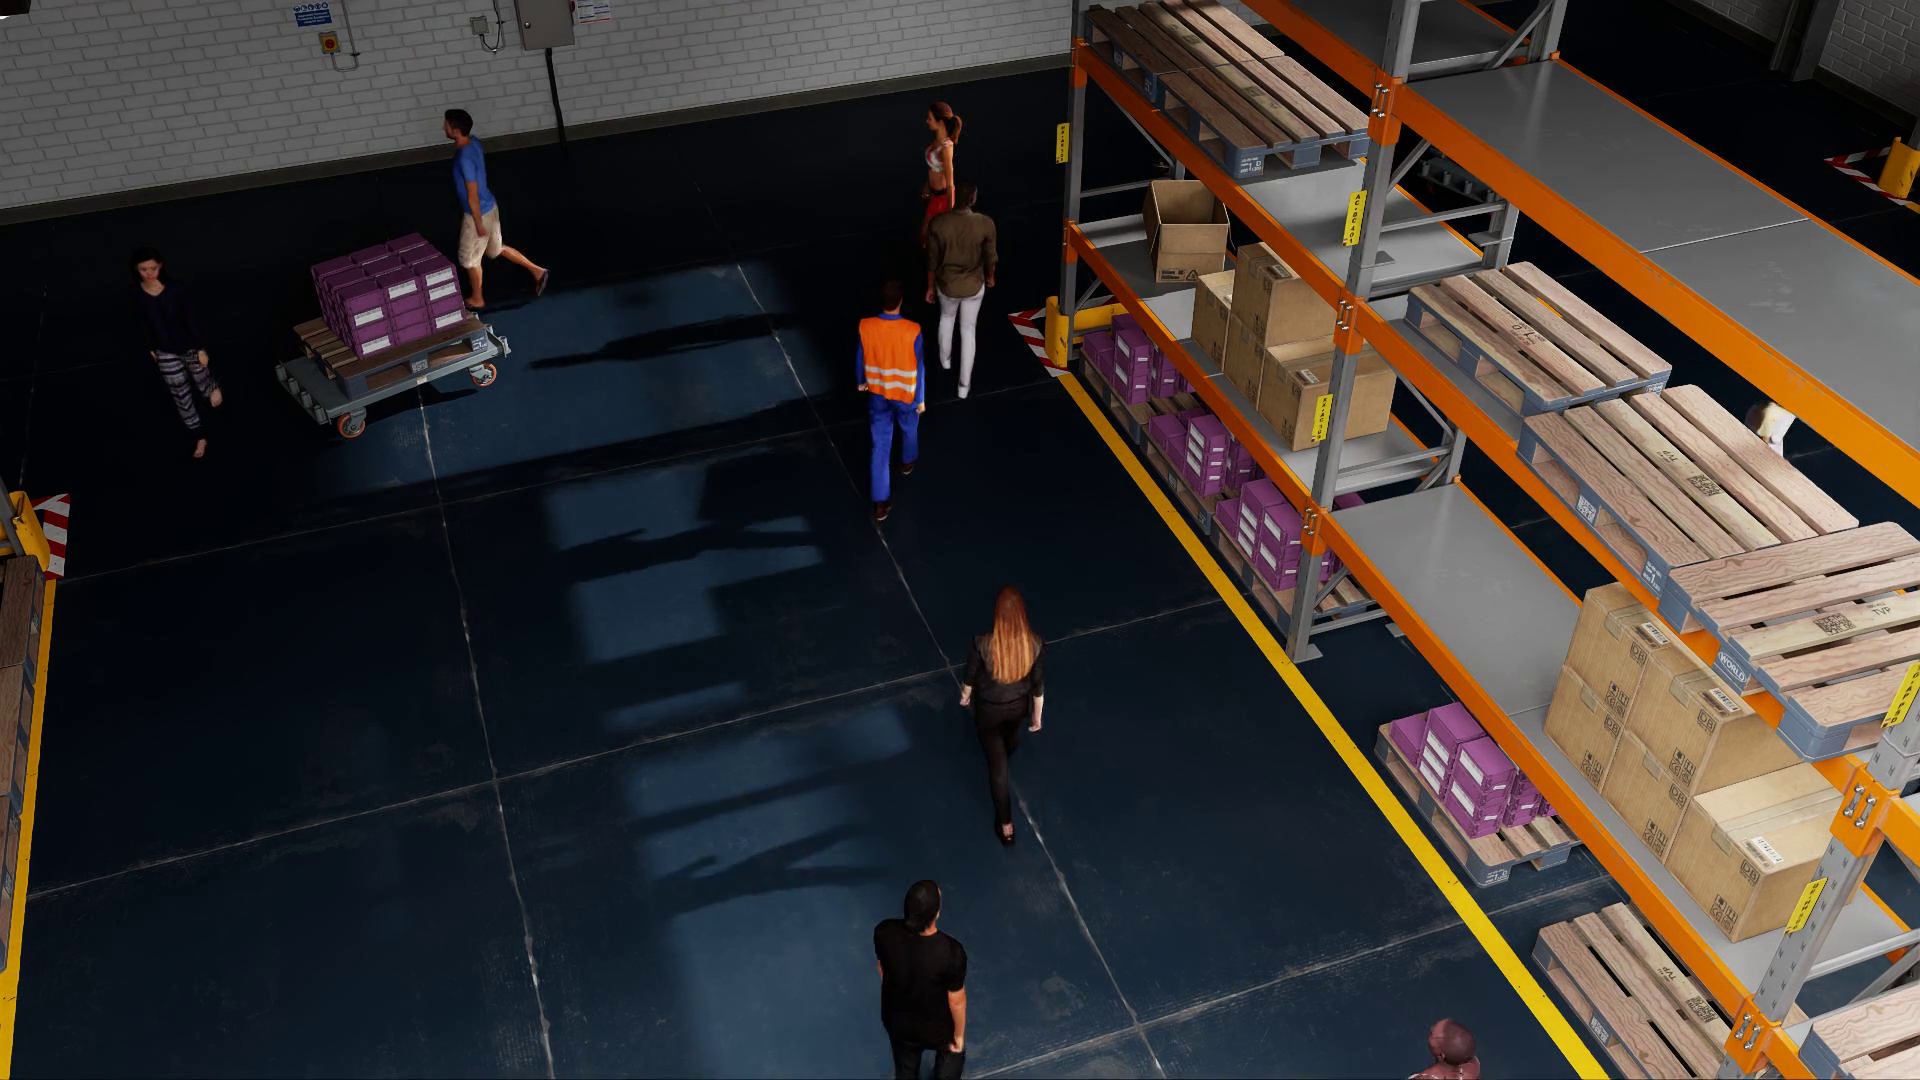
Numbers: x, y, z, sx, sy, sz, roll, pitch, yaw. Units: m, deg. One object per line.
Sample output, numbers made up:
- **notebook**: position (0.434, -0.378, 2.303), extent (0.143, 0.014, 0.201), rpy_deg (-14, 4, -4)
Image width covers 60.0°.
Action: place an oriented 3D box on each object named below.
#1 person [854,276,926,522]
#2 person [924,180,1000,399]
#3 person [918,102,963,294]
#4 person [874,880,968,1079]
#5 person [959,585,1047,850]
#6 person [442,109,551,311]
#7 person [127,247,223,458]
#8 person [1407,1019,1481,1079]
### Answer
- **person**: position (-0.515, -0.995, 11.986), extent (1.104, 1.819, 1.323), rpy_deg (7, 39, 9)
- **person**: position (0.004, -1.948, 13.200), extent (0.959, 1.794, 1.082), rpy_deg (3, 39, 3)
- **person**: position (-0.082, -2.960, 14.478), extent (0.717, 1.779, 0.634), rpy_deg (-3, 39, -3)
- **person**: position (-0.221, 2.314, 7.901), extent (0.742, 1.746, 0.781), rpy_deg (11, 40, 13)
- **person**: position (0.254, 1.042, 9.555), extent (0.752, 1.670, 1.170), rpy_deg (-6, 39, -7)
- **person**: position (-4.036, -2.821, 14.253), extent (0.943, 1.843, 1.124), rpy_deg (-1, 39, -2)
- **person**: position (-5.961, -1.515, 12.728), extent (0.702, 1.706, 1.034), rpy_deg (-6, 39, -8)
- **person**: position (2.092, 2.782, 7.325), extent (0.703, 1.733, 1.170), rpy_deg (-18, 42, -21)
